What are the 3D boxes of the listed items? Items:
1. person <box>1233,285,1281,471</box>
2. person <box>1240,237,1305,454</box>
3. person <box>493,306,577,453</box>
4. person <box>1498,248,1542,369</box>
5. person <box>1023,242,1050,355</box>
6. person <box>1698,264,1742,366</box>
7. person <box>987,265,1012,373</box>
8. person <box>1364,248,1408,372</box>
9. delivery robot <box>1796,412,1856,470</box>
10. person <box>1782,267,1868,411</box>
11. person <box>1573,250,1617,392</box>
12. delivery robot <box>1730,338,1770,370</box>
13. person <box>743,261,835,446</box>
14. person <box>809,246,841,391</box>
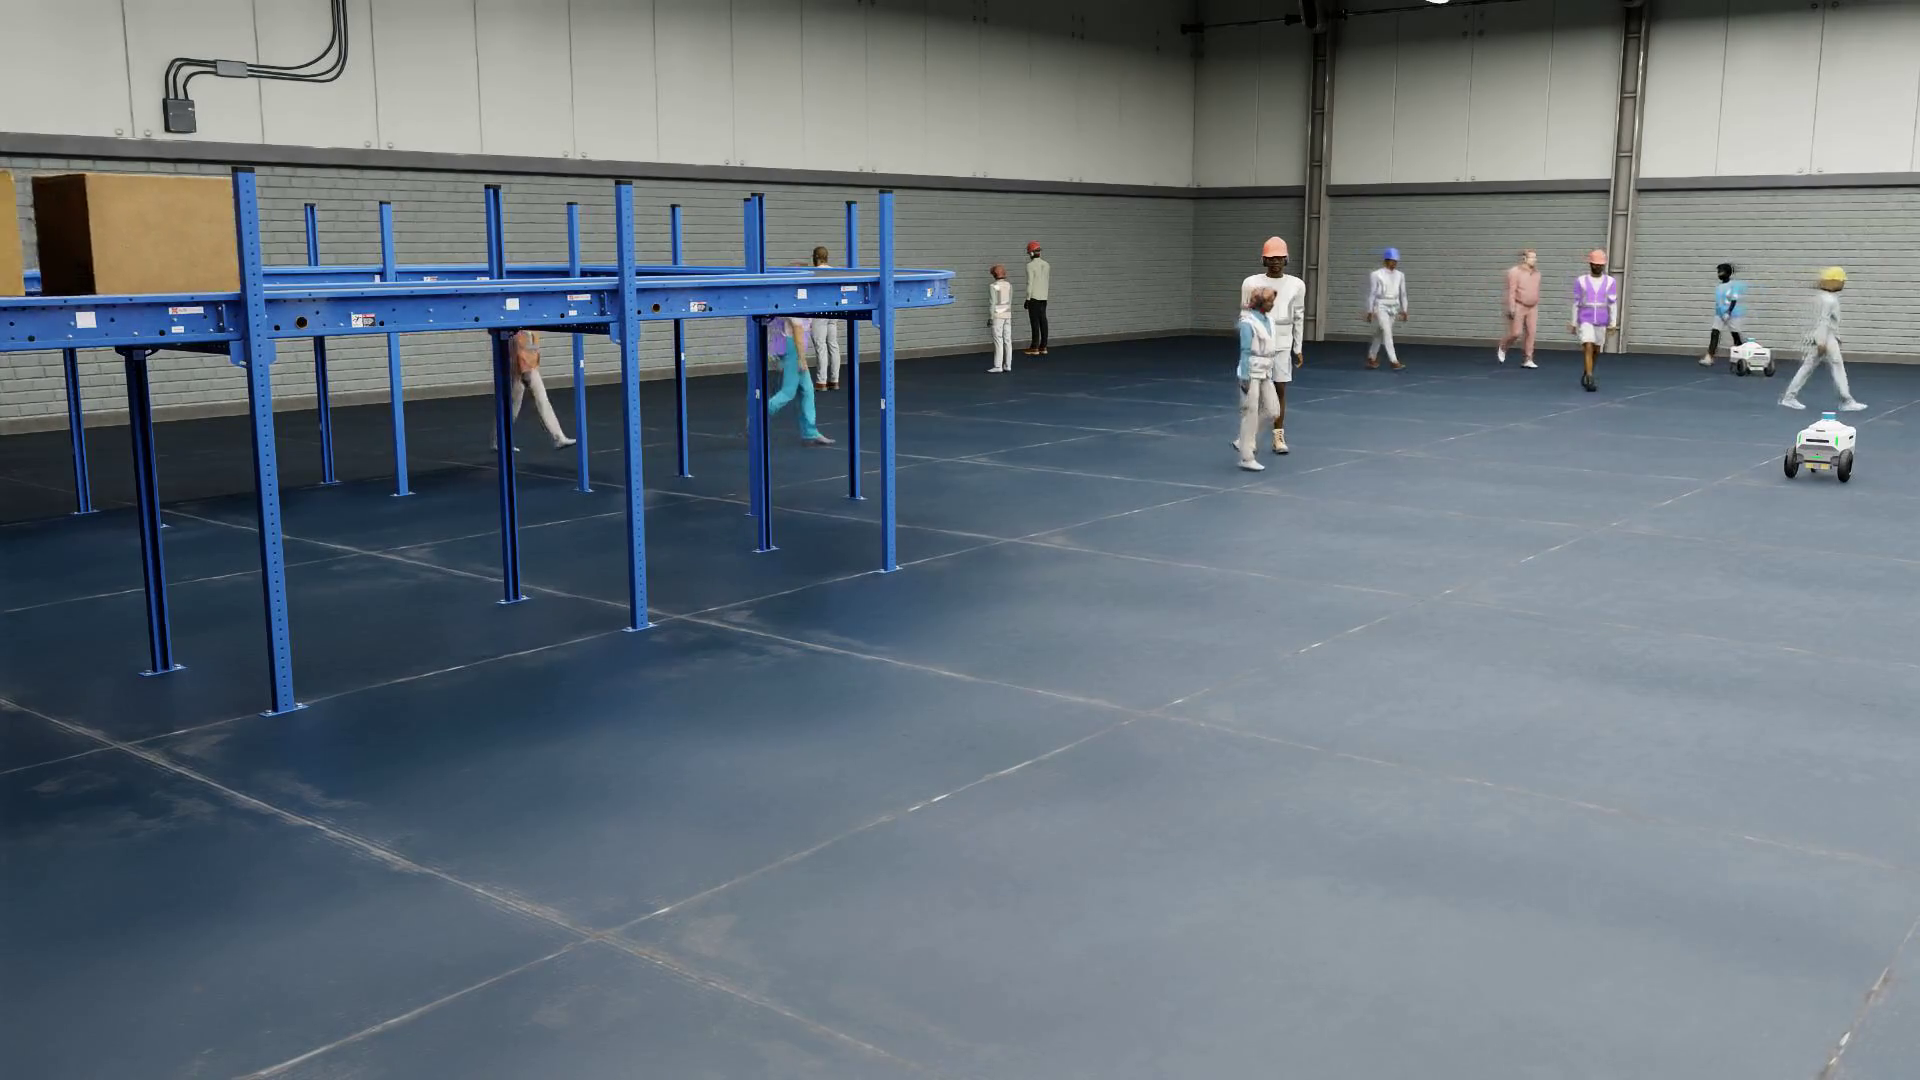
[{"bbox_3d":[2.624,-1.425,14.629,0.370,1.621,0.545,8,13,37],"label":"person"},{"bbox_3d":[2.963,-1.843,15.800,0.605,2.045,0.387,0,10,2],"label":"person"},{"bbox_3d":[-4.097,-1.614,15.792,0.817,1.583,0.555,1,10,5],"label":"person"},{"bbox_3d":[8.933,-3.689,26.455,0.647,1.885,0.650,-4,11,-19],"label":"person"},{"bbox_3d":[1.347,-4.304,29.603,0.398,1.984,0.609,8,13,39],"label":"person"},{"bbox_3d":[12.328,-3.619,26.752,0.899,1.639,0.527,-5,11,-25],"label":"person"},{"bbox_3d":[0.610,-3.375,25.410,0.313,1.639,0.513,8,13,39],"label":"person"},{"bbox_3d":[6.667,-3.605,26.000,0.617,1.894,1.053,-5,11,-24],"label":"person"},{"bbox_3d":[7.462,-0.857,14.320,0.477,0.478,0.707,8,13,38],"label":"delivery robot"},{"bbox_3d":[10.347,-2.399,19.840,0.904,1.697,0.489,4,11,19],"label":"person"},{"bbox_3d":[8.624,-3.000,22.653,0.550,1.900,0.958,2,10,11],"label":"person"},{"bbox_3d":[11.919,-2.798,25.080,0.477,0.478,0.707,1,10,3],"label":"delivery robot"},{"bbox_3d":[-1.695,-1.815,16.285,0.852,1.821,0.578,-2,10,-10],"label":"person"},{"bbox_3d":[-1.852,-2.988,22.434,0.373,1.941,0.627,8,13,39],"label":"person"}]
